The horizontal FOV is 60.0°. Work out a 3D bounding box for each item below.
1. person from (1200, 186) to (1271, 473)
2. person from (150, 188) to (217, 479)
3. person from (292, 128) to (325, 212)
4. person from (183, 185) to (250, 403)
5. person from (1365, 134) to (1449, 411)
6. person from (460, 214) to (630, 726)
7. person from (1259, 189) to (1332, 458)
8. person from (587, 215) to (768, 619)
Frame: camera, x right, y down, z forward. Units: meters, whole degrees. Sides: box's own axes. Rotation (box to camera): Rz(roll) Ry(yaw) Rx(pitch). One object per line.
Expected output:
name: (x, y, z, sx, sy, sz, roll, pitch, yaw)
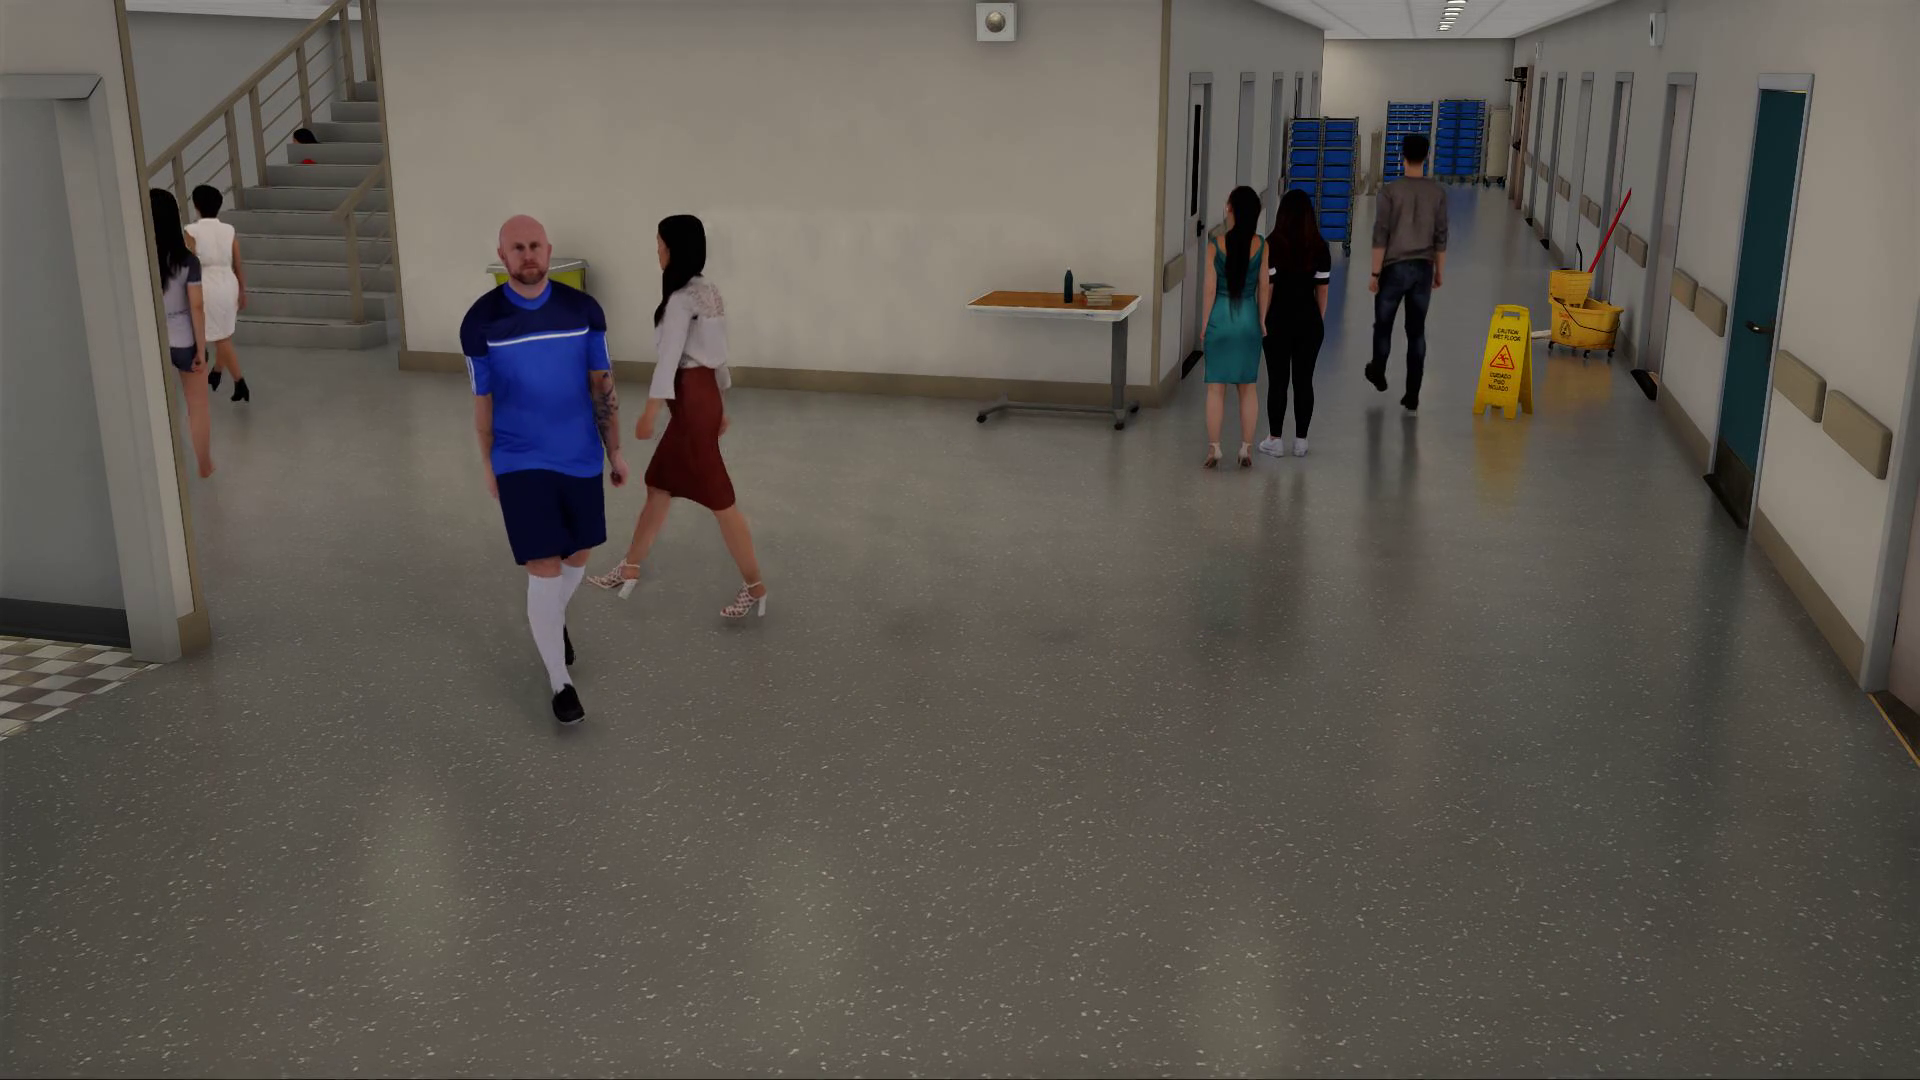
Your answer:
person: (1.619, -1.246, 9.851, 0.611, 1.681, 0.601, -1, 16, -3)
person: (-4.421, -1.059, 9.208, 0.938, 1.671, 1.192, -4, 16, -12)
person: (-6.769, -3.412, 17.416, 0.795, 1.746, 0.734, -9, 18, -28)
person: (-5.243, -1.706, 11.801, 0.845, 1.509, 1.010, 12, 19, 36)
person: (3.119, -1.809, 11.524, 0.922, 1.859, 1.257, 0, 16, 1)
person: (-1.547, -0.287, 6.225, 1.176, 1.804, 1.239, -9, 18, -28)
person: (2.042, -1.332, 10.236, 0.673, 1.639, 0.676, -1, 16, -2)
person: (-1.039, -0.468, 7.035, 0.797, 1.712, 1.027, 1, 16, 4)
